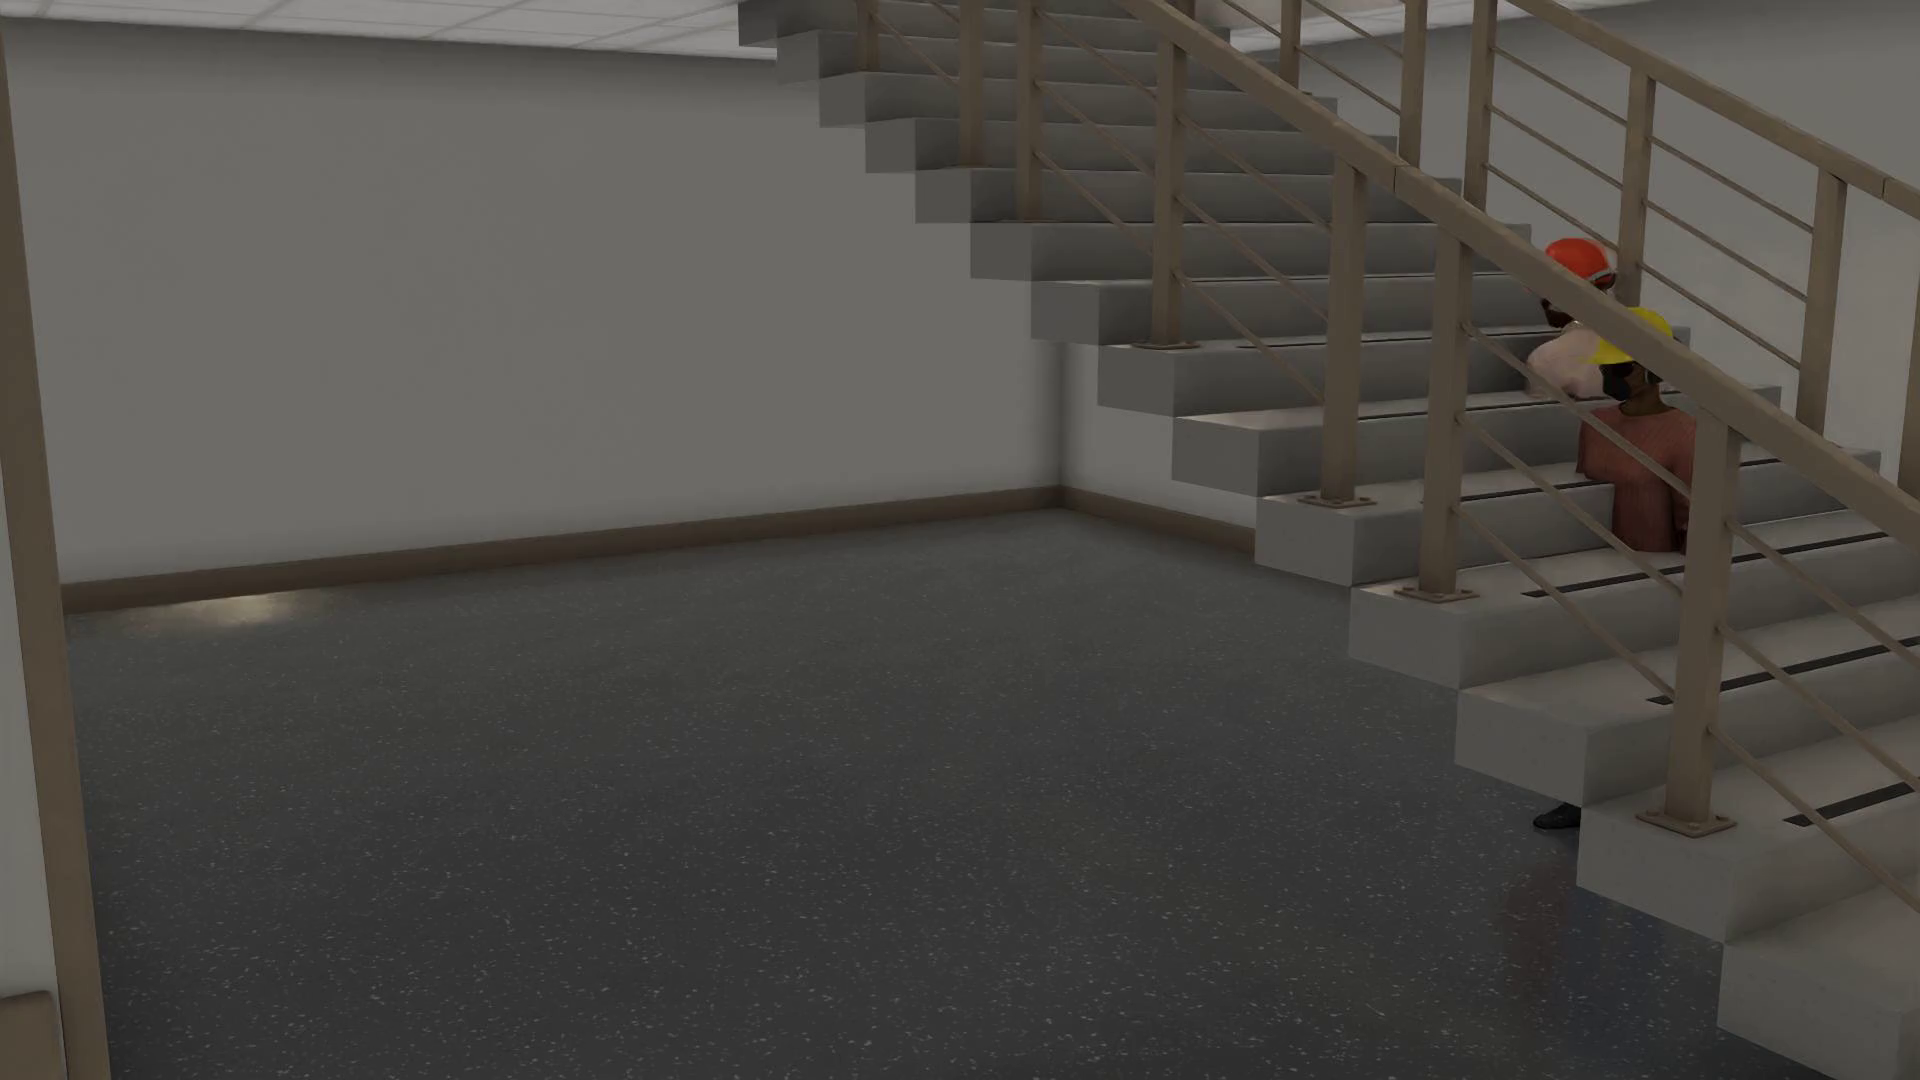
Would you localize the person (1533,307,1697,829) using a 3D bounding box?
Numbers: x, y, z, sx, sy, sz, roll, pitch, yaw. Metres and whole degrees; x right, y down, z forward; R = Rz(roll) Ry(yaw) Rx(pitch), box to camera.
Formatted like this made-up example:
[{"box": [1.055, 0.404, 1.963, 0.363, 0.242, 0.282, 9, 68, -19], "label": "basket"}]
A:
[{"box": [2.120, 0.144, 5.321, 0.329, 1.765, 0.533, -5, 12, -24], "label": "person"}]

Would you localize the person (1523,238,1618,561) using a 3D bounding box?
[{"box": [2.245, -0.106, 6.080, 0.664, 1.970, 0.479, -6, 12, -28], "label": "person"}]
